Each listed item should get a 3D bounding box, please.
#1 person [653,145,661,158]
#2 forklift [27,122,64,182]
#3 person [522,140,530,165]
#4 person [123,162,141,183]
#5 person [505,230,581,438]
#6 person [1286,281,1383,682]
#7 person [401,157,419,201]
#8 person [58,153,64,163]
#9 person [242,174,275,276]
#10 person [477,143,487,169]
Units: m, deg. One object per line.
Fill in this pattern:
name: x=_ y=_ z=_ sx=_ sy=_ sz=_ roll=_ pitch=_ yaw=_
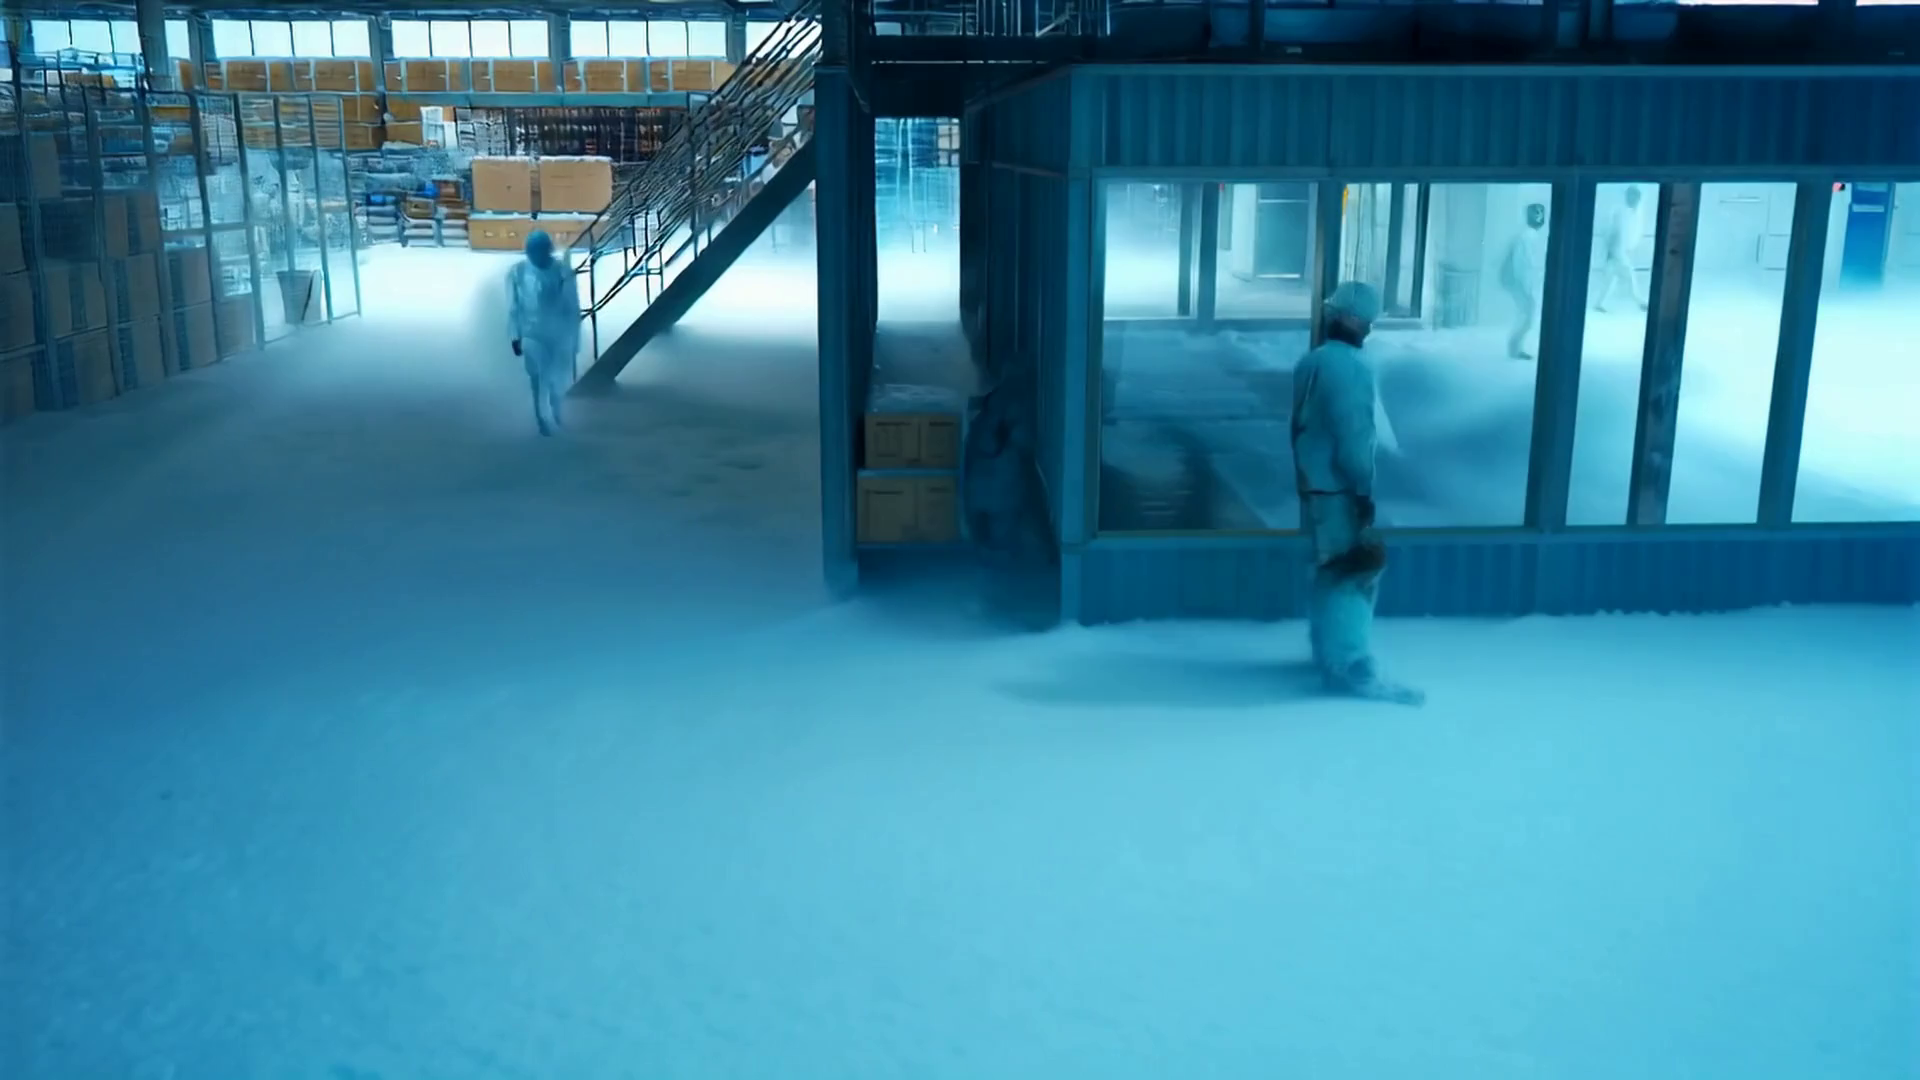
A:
person: x=-13.291 y=-16.445 z=73.183 sx=0.404 sy=1.834 sz=0.591 roll=-1 pitch=14 yaw=-6
forklift: x=-35.376 y=-14.773 z=64.377 sx=1.129 sy=2.768 sz=1.873 roll=-1 pitch=14 yaw=-2
person: x=-21.899 y=-19.310 z=84.403 sx=0.972 sy=1.959 sz=0.616 roll=-5 pitch=15 yaw=-20
person: x=-24.001 y=-10.115 z=48.244 sx=0.534 sy=1.661 sz=0.849 roll=0 pitch=14 yaw=-1
person: x=-3.679 y=-1.818 z=14.736 sx=0.649 sy=1.827 sz=0.434 roll=-5 pitch=15 yaw=-20
person: x=1.884 y=-0.288 z=8.299 sx=0.399 sy=1.990 sz=0.618 roll=-5 pitch=15 yaw=-20
person: x=-16.989 y=-10.959 z=51.437 sx=0.540 sy=1.739 sz=0.674 roll=-2 pitch=14 yaw=-9
person: x=-36.109 y=-14.711 z=66.663 sx=0.517 sy=1.621 sz=0.361 roll=4 pitch=15 yaw=17
person: x=-12.764 y=-5.728 z=30.308 sx=0.500 sy=1.861 sz=0.328 roll=-9 pitch=17 yaw=-32
person: x=-21.956 y=-17.226 z=76.223 sx=0.738 sy=1.884 sz=0.639 roll=2 pitch=14 yaw=9
